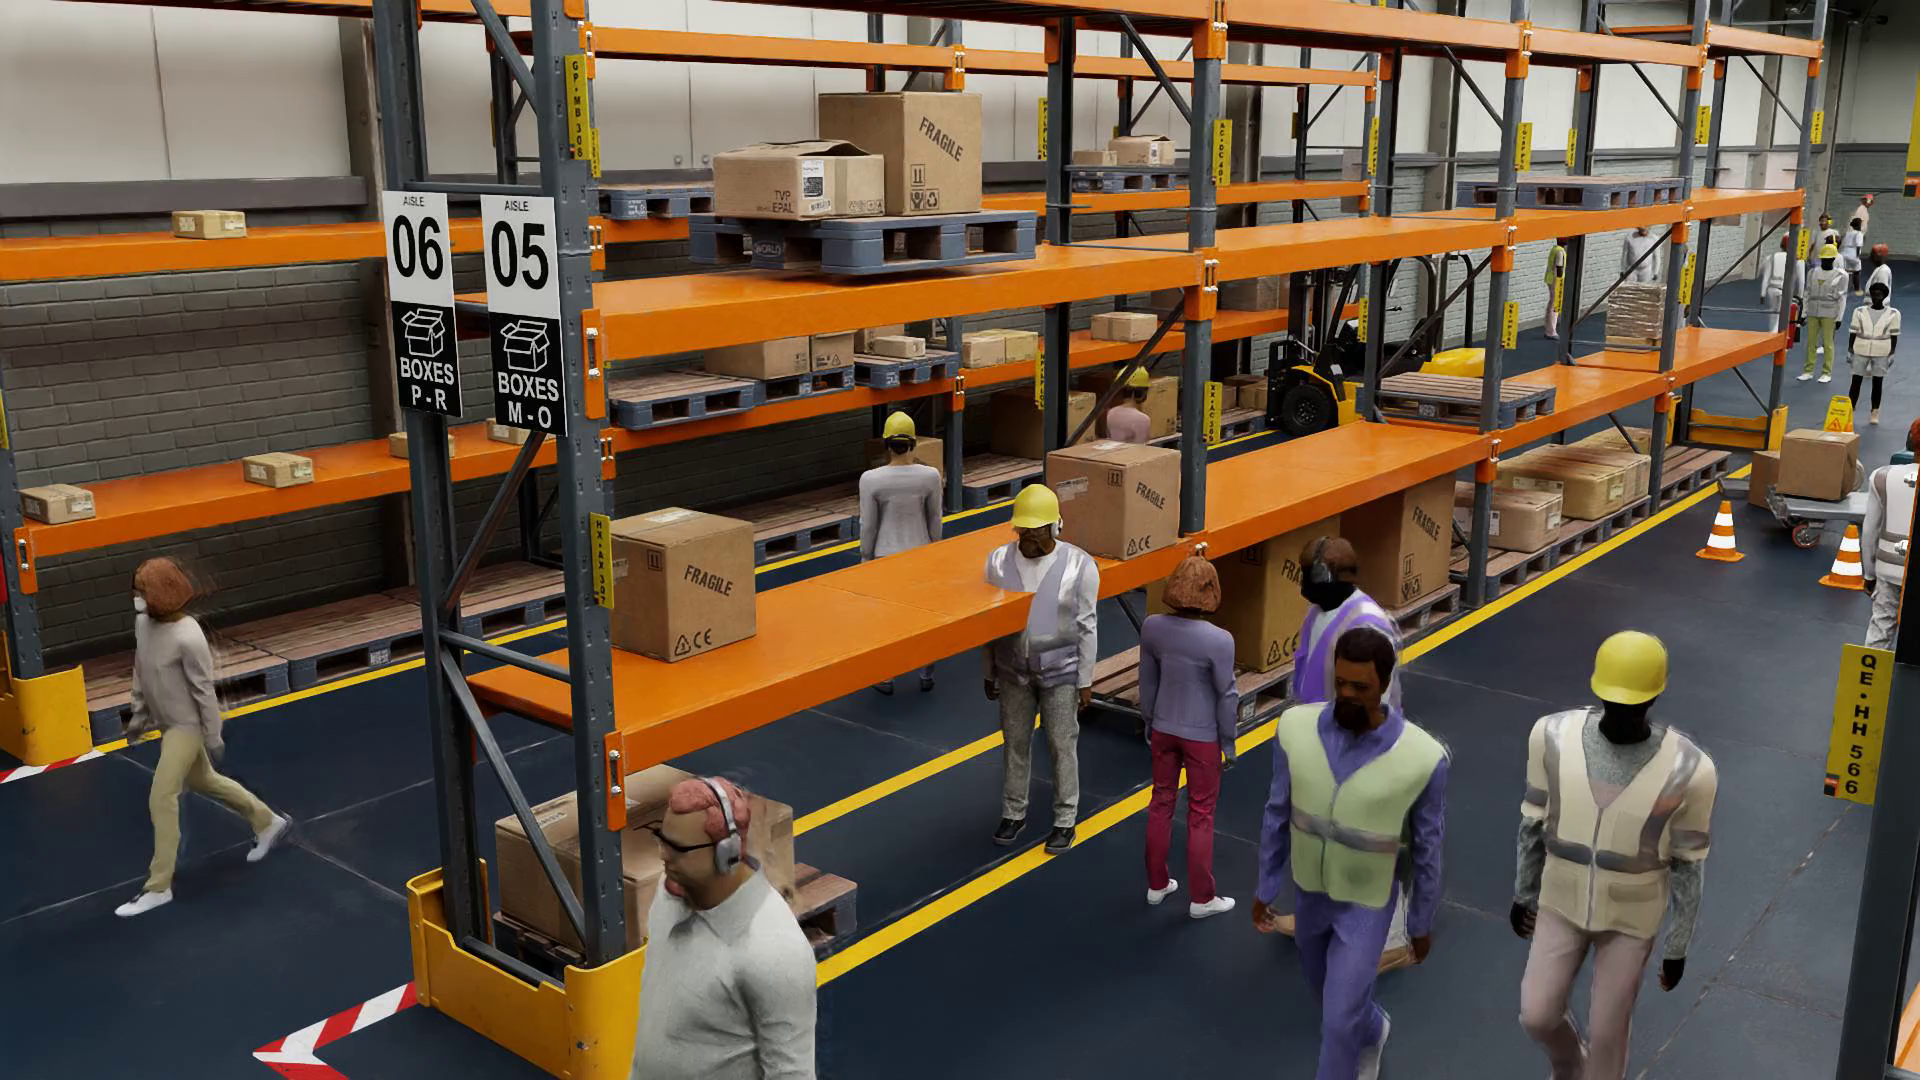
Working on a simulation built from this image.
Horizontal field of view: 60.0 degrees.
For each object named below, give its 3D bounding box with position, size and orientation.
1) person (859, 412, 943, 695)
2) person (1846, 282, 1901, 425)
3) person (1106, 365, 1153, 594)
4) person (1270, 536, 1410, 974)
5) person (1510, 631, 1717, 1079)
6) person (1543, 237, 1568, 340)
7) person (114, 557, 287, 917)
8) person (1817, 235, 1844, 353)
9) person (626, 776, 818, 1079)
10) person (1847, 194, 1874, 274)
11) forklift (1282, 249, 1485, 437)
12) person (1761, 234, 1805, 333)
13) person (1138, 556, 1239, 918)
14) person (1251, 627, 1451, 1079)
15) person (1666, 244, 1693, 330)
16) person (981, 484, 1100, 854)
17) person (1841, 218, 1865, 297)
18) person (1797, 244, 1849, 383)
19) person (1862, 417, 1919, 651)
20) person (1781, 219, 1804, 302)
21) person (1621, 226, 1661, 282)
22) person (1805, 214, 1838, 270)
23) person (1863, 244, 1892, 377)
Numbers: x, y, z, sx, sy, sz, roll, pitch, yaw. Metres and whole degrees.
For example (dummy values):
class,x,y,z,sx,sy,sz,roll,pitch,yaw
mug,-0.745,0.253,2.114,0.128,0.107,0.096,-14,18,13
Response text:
class,x,y,z,sx,sy,sz,roll,pitch,yaw
person,-0.366,0.088,10.279,0.523,1.769,0.313,-3,14,-13
person,10.859,-2.221,19.820,0.540,1.695,0.317,9,16,33
person,1.301,-0.434,12.427,0.550,1.746,0.545,-8,16,-30
person,1.605,0.883,6.964,0.557,1.801,0.661,-3,14,-10
person,2.101,1.198,5.432,0.595,1.914,0.448,10,17,34
person,10.002,-4.279,27.890,0.384,1.845,0.569,2,14,9
person,-3.504,0.833,7.589,0.494,1.600,0.834,12,18,41
person,13.685,-3.864,26.183,0.335,1.860,0.509,8,16,30
person,-0.594,1.483,4.410,0.995,1.869,0.631,-8,16,-30
person,21.948,-7.479,40.728,0.789,1.942,0.461,-12,18,-39
forklift,4.886,-2.214,18.767,2.313,2.155,1.214,11,18,38
person,13.066,-3.927,26.482,0.590,1.853,0.866,12,18,41
person,1.014,0.867,7.377,0.498,1.634,0.281,12,18,40
person,1.329,1.173,5.632,0.596,1.895,0.925,11,17,37
person,10.582,-3.465,24.585,0.327,1.842,0.514,-6,15,-23
person,0.371,0.618,8.013,0.586,1.824,0.404,5,15,18
person,18.816,-5.950,35.066,0.807,1.650,0.544,-4,14,-15
person,12.012,-3.154,23.175,0.399,1.919,0.592,-8,16,-31
person,5.439,0.219,9.501,0.355,1.884,0.575,-9,17,-34
person,17.014,-5.718,33.958,0.574,1.745,0.349,-4,14,-17
person,12.459,-4.932,30.464,0.669,1.880,0.749,5,15,21
person,17.054,-5.521,32.935,0.405,1.853,0.546,-13,19,-43
person,13.024,-3.259,23.662,0.339,1.883,0.584,6,15,22
